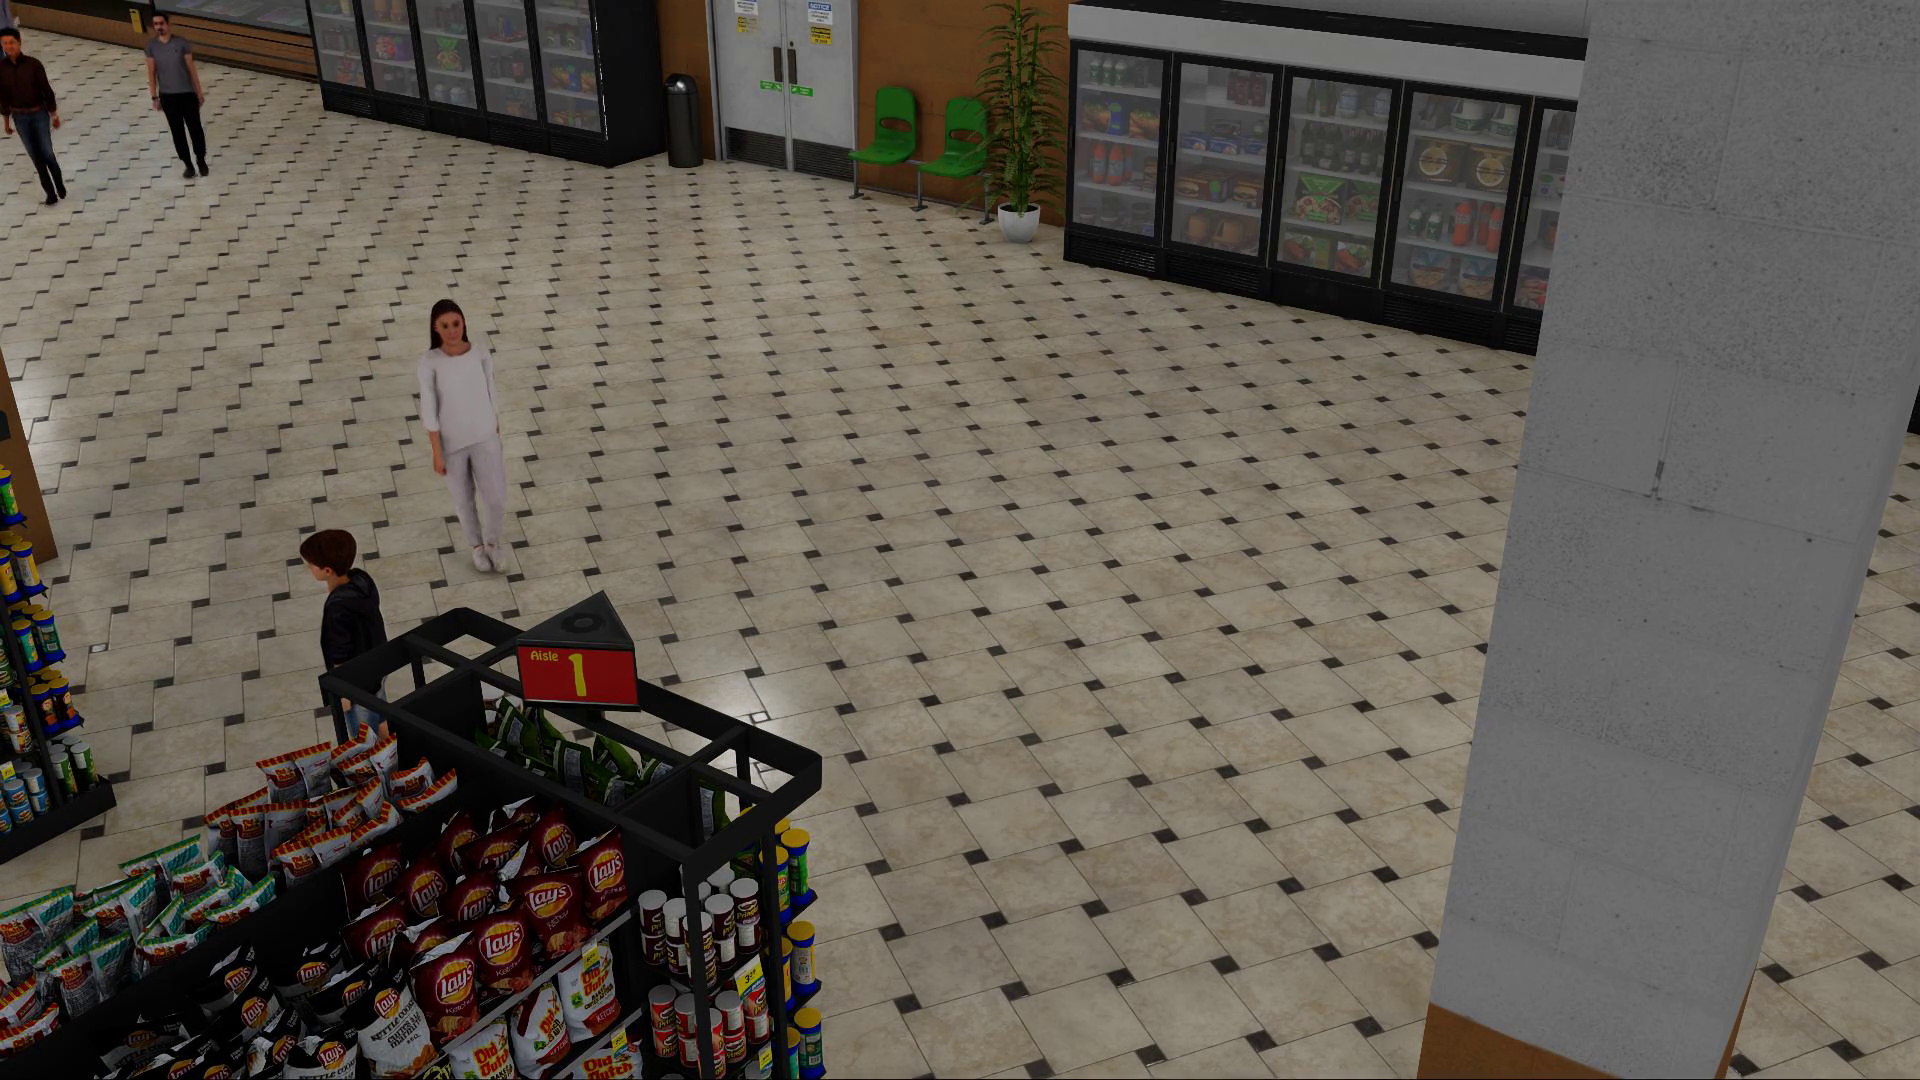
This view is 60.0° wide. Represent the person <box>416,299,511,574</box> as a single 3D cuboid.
[{"bbox_3d":[-2.893,-0.602,9.657,0.677,1.676,0.775,-14,30,-26],"label":"person"}]

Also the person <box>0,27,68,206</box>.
[{"bbox_3d":[-9.388,-4.294,16.835,0.789,1.769,0.855,-6,28,-12],"label":"person"}]

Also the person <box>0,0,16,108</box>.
[{"bbox_3d":[-12.043,-6.281,20.802,0.690,1.723,0.778,-19,32,-32],"label":"person"}]

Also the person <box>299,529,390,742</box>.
[{"bbox_3d":[-2.724,0.600,7.540,0.676,1.447,0.592,1,27,1],"label":"person"}]

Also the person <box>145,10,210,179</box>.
[{"bbox_3d":[-8.375,-4.786,17.834,0.756,1.742,0.830,-7,28,-14],"label":"person"}]
